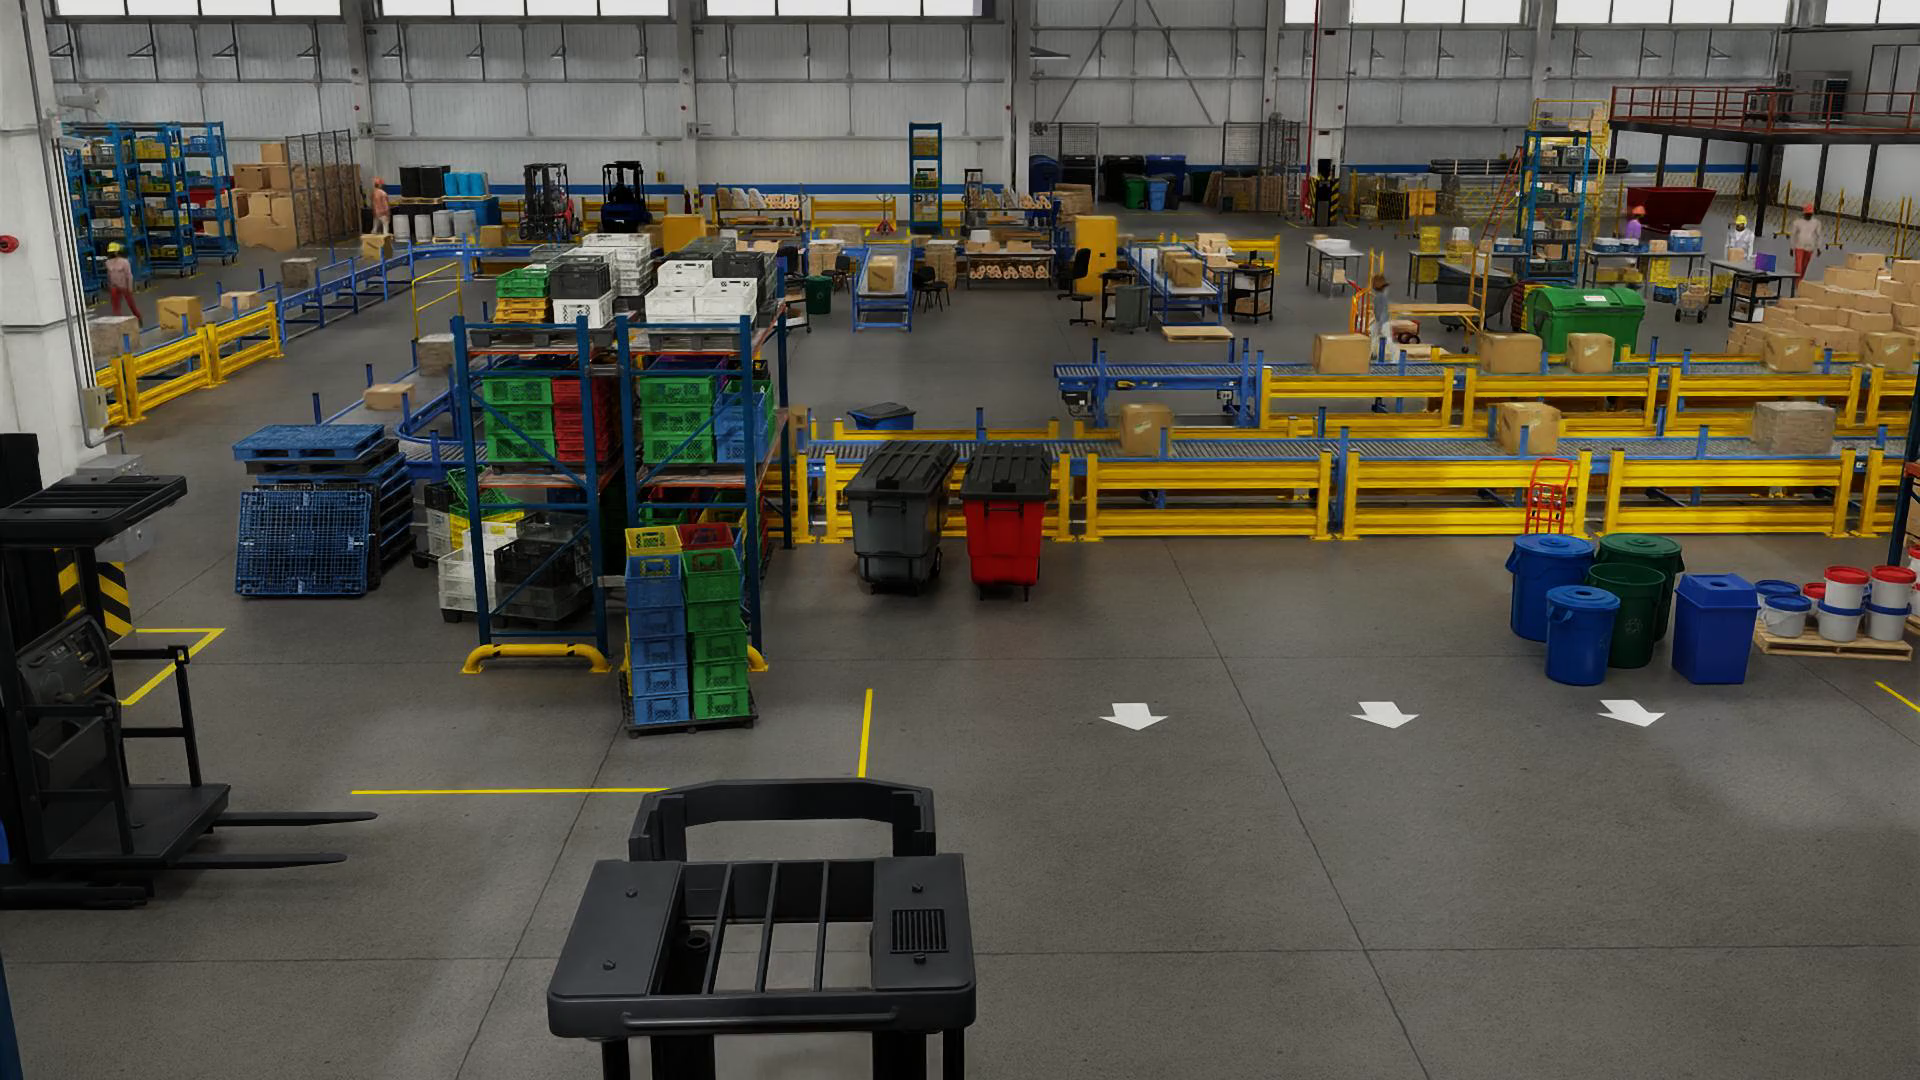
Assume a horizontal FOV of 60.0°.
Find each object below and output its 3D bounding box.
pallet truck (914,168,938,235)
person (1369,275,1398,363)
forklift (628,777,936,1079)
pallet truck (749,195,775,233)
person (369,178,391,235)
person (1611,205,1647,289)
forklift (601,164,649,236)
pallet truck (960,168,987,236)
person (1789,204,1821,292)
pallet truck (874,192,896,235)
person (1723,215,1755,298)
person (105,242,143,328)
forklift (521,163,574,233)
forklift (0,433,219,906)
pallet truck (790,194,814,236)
[{"bbox_3d":[-0.989,-10.316,50.507,0.823,1.965,1.885,1,16,3],"label":"pallet truck"},{"bbox_3d":[7.126,-3.697,28.239,0.834,1.576,0.524,-2,16,-6],"label":"person"},{"bbox_3d":[-0.542,2.165,5.552,1.129,2.768,1.873,-1,16,-2],"label":"forklift"},{"bbox_3d":[-6.051,-9.967,50.660,0.680,1.201,1.601,0,16,-1],"label":"pallet truck"},{"bbox_3d":[-16.047,-8.963,45.858,0.781,1.964,0.541,7,18,24],"label":"person"},{"bbox_3d":[15.299,-6.692,38.075,0.749,1.917,0.552,1,16,2],"label":"person"},{"bbox_3d":[-9.948,-10.127,49.296,1.157,1.987,2.680,-1,16,-3],"label":"forklift"},{"bbox_3d":[0.383,-10.230,50.206,0.823,1.965,1.885,-1,16,-3],"label":"pallet truck"},{"bbox_3d":[19.285,-6.684,37.978,0.614,1.948,1.018,4,17,14],"label":"person"},{"bbox_3d":[-2.277,-9.986,50.594,0.653,1.274,1.630,0,16,-1],"label":"pallet truck"},{"bbox_3d":[17.105,-6.222,36.591,0.599,1.828,0.403,14,21,41],"label":"person"},{"bbox_3d":[-16.199,-4.893,32.144,0.530,1.727,0.904,1,16,4],"label":"person"},{"bbox_3d":[-12.233,-10.122,49.298,1.157,1.987,2.680,0,16,-1],"label":"forklift"},{"bbox_3d":[-5.952,0.780,10.366,1.873,2.768,1.129,0,16,-1],"label":"forklift"},{"bbox_3d":[-4.814,-9.883,50.259,0.704,1.261,1.522,-1,16,-3],"label":"pallet truck"}]
